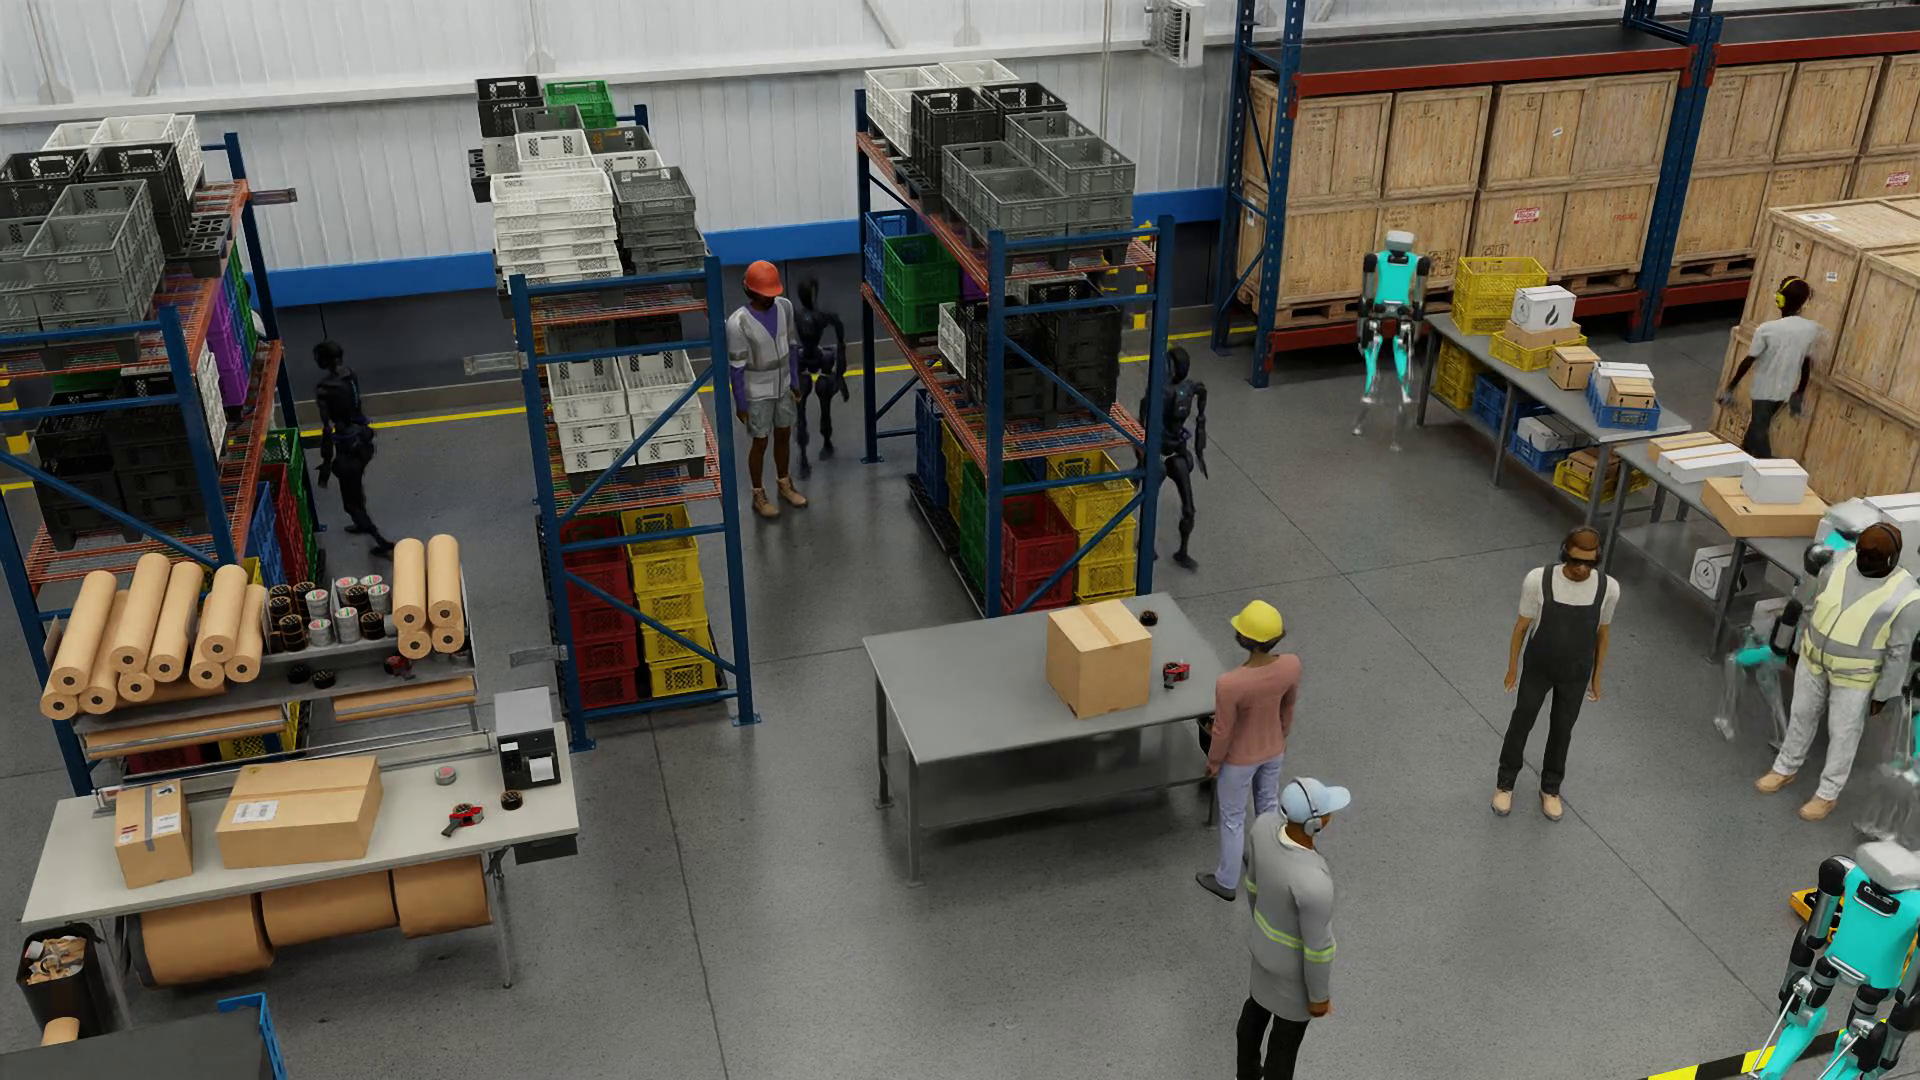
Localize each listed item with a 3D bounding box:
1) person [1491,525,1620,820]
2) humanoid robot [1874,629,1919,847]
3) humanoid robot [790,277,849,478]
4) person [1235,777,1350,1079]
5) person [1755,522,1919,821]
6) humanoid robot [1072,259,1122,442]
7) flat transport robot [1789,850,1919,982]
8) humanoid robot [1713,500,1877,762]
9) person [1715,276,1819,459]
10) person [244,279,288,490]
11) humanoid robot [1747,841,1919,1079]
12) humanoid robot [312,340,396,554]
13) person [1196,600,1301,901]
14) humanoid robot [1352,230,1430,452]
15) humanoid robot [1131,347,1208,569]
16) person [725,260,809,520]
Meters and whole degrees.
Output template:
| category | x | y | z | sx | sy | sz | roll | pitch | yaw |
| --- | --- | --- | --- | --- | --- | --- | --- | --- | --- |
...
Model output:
| category | x | y | z | sx | sy | sz | roll | pitch | yaw |
| --- | --- | --- | --- | --- | --- | --- | --- | --- | --- |
| person | 3.291 | 0.731 | 9.195 | 0.516 | 1.843 | 0.331 | 5 | 29 | 9 |
| humanoid robot | 5.231 | 0.953 | 8.922 | 0.551 | 1.740 | 0.949 | 25 | 37 | 38 |
| humanoid robot | -1.166 | -1.317 | 13.146 | 0.589 | 1.643 | 0.676 | 3 | 29 | 6 |
| person | 1.442 | 1.797 | 7.247 | 0.365 | 1.852 | 0.589 | -10 | 30 | -17 |
| person | 4.900 | 0.713 | 9.245 | 0.429 | 1.834 | 0.632 | -15 | 32 | -25 |
| humanoid robot | 1.028 | -1.458 | 13.357 | 0.596 | 1.649 | 0.332 | -15 | 32 | -26 |
| flat transport robot | 5.163 | 1.916 | 8.676 | 1.431 | 0.231 | 0.659 | -8 | 30 | -14 |
| humanoid robot | 4.816 | 0.493 | 9.795 | 0.539 | 1.837 | 0.811 | -12 | 31 | -20 |
| person | 6.059 | -1.124 | 12.592 | 0.536 | 1.821 | 0.955 | -6 | 29 | -12 |
| person | -5.294 | -1.097 | 12.495 | 0.329 | 1.872 | 0.509 | -15 | 32 | -25 |
| humanoid robot | 3.503 | 2.022 | 6.823 | 0.735 | 1.673 | 0.533 | -17 | 33 | -28 |
| humanoid robot | -4.398 | -0.666 | 11.954 | 0.531 | 1.639 | 0.599 | 3 | 29 | 6 |
| person | 1.494 | 1.087 | 8.625 | 0.527 | 1.771 | 0.306 | -16 | 32 | -26 |
| humanoid robot | 3.473 | -1.565 | 13.488 | 0.538 | 1.784 | 0.743 | 5 | 29 | 10 |
| humanoid robot | 1.493 | -0.571 | 11.740 | 0.590 | 1.643 | 0.555 | -12 | 31 | -21 |
| person | -1.421 | -1.118 | 12.375 | 0.400 | 2.030 | 0.610 | 24 | 37 | 36 |
